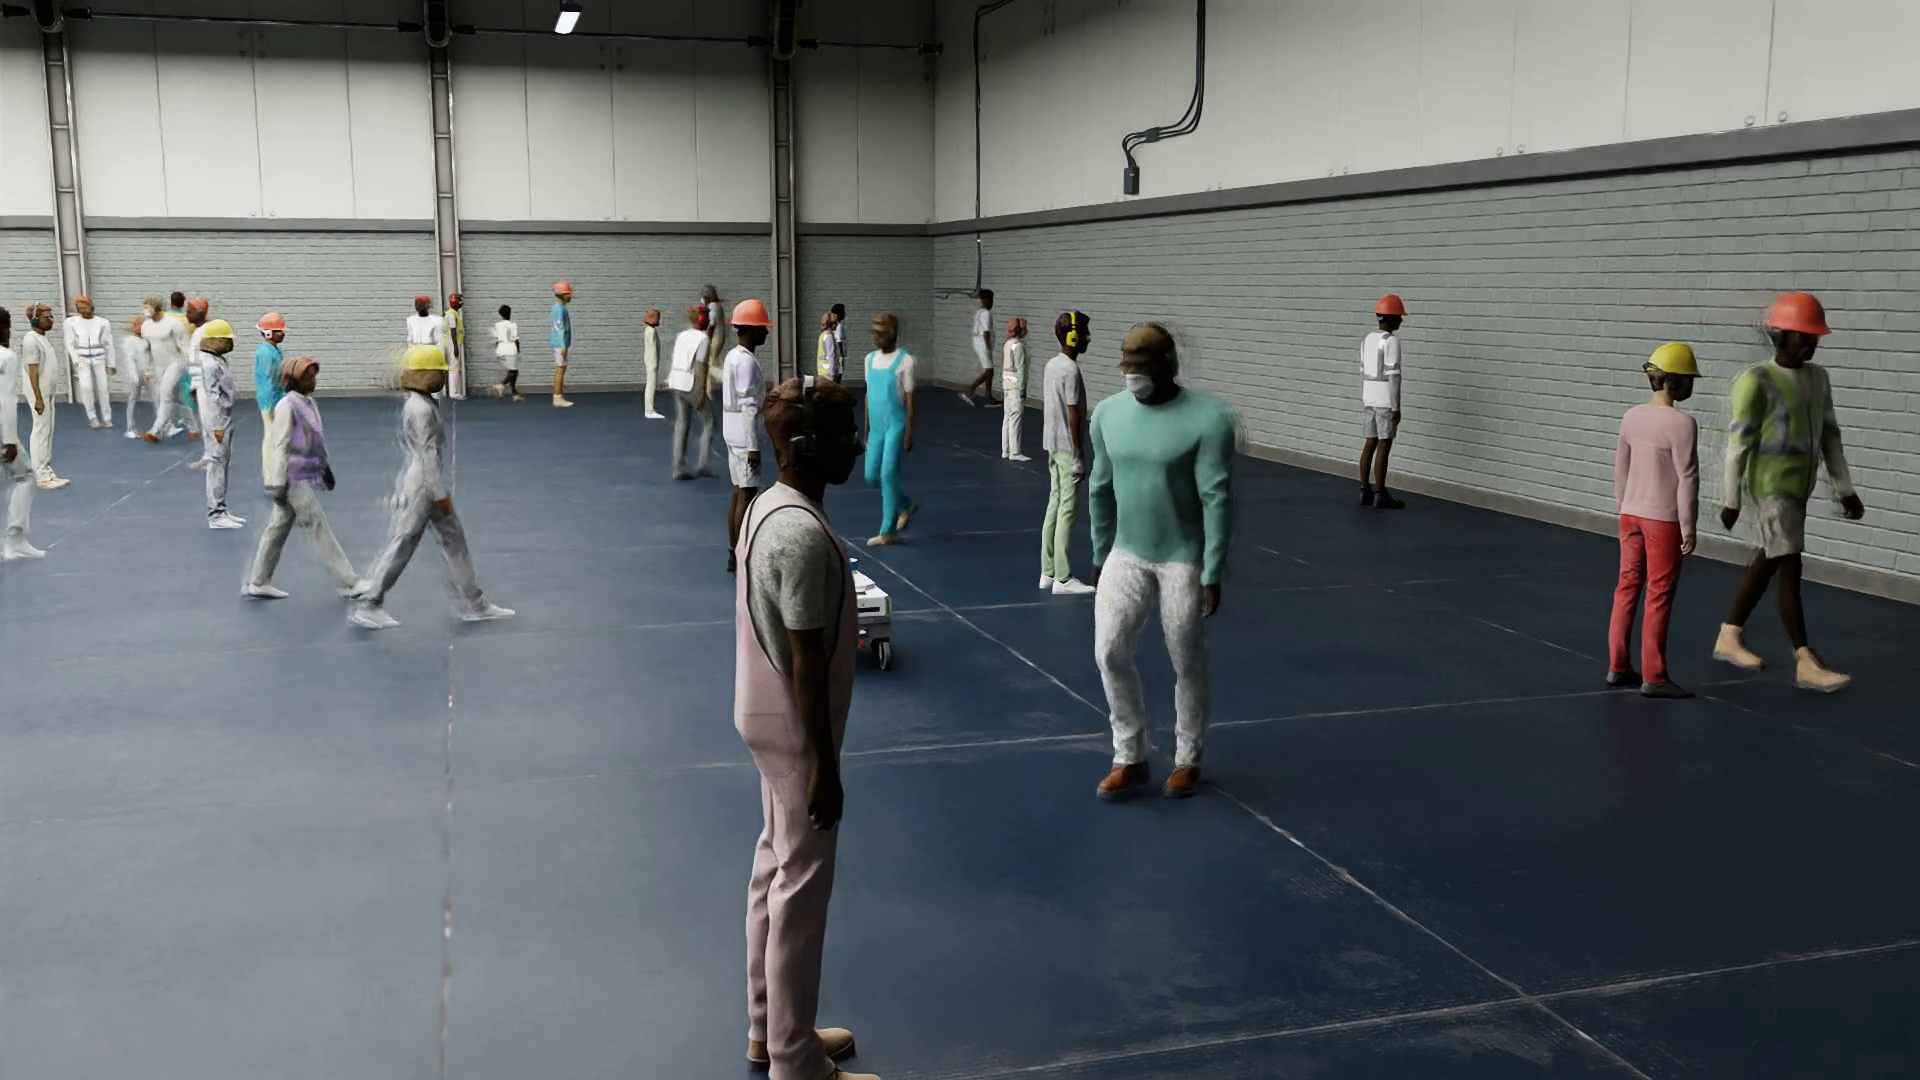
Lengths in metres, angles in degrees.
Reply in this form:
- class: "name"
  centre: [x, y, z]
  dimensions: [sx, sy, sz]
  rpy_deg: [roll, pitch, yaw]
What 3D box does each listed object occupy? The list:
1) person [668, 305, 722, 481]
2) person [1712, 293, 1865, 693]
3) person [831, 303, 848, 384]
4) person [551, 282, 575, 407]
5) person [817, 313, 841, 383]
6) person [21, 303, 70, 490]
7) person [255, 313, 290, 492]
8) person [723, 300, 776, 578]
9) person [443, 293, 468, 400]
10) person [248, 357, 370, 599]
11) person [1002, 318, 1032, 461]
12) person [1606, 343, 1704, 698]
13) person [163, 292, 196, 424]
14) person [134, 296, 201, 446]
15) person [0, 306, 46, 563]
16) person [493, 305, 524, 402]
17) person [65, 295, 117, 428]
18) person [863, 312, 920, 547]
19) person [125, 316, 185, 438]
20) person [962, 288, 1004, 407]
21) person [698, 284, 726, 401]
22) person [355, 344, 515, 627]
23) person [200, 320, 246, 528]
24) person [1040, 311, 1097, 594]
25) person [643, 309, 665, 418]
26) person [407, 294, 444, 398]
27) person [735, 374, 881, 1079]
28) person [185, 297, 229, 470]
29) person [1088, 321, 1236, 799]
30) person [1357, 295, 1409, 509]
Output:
- class: "person"
  centre: [-2.734, -1.516, 17.193]
  dimensions: [0.592, 1.811, 0.577]
  rpy_deg: [-8, 12, -43]
- class: "person"
  centre: [4.289, -0.260, 8.579]
  dimensions: [0.612, 2.003, 0.914]
  rpy_deg: [-5, 10, -28]
- class: "person"
  centre: [-1.948, -2.921, 26.534]
  dimensions: [0.317, 1.695, 0.540]
  rpy_deg: [-3, 9, -17]
- class: "person"
  centre: [-6.473, -3.176, 27.156]
  dimensions: [0.479, 2.026, 0.625]
  rpy_deg: [-3, 9, -18]
- class: "person"
  centre: [-1.723, -2.162, 21.879]
  dimensions: [0.310, 1.638, 0.523]
  rpy_deg: [-3, 9, -17]
- class: "person"
  centre: [-9.087, -1.419, 16.484]
  dimensions: [0.326, 1.843, 0.516]
  rpy_deg: [-3, 9, -17]
- class: "person"
  centre: [-6.700, -1.344, 16.294]
  dimensions: [0.342, 1.748, 0.573]
  rpy_deg: [-3, 9, -17]
- class: "person"
  centre: [-1.464, -0.705, 11.636]
  dimensions: [0.373, 1.934, 0.551]
  rpy_deg: [-3, 9, -17]
- class: "person"
  centre: [-8.698, -3.318, 28.594]
  dimensions: [0.372, 1.843, 0.570]
  rpy_deg: [-3, 9, -17]
- class: "person"
  centre: [-4.201, -0.386, 10.698]
  dimensions: [0.884, 1.573, 0.620]
  rpy_deg: [-1, 9, -6]
- class: "person"
  centre: [0.642, -1.725, 19.091]
  dimensions: [0.310, 1.638, 0.523]
  rpy_deg: [-3, 9, -17]
- class: "person"
  centre: [3.498, -0.099, 8.321]
  dimensions: [0.324, 1.765, 0.533]
  rpy_deg: [-3, 9, -17]
- class: "person"
  centre: [-11.152, -2.584, 23.735]
  dimensions: [0.607, 1.903, 0.499]
  rpy_deg: [-8, 12, -40]
- class: "person"
  centre: [-9.992, -2.132, 20.971]
  dimensions: [0.691, 1.867, 1.034]
  rpy_deg: [4, 10, 22]
- class: "person"
  centre: [-7.046, -0.760, 12.141]
  dimensions: [0.599, 1.884, 0.587]
  rpy_deg: [3, 9, 16]
- class: "person"
  centre: [-7.676, -3.140, 28.078]
  dimensions: [0.561, 1.659, 0.617]
  rpy_deg: [5, 10, 31]
- class: "person"
  centre: [-12.053, -2.465, 23.116]
  dimensions: [0.604, 1.855, 0.618]
  rpy_deg: [-5, 10, -31]
- class: "person"
  centre: [-0.528, -0.871, 13.049]
  dimensions: [0.503, 1.830, 0.564]
  rpy_deg: [8, 12, 41]
- class: "person"
  centre: [-10.589, -2.106, 21.676]
  dimensions: [0.837, 1.591, 0.509]
  rpy_deg: [4, 10, 24]
- class: "person"
  centre: [0.385, -3.117, 27.014]
  dimensions: [0.621, 1.937, 0.653]
  rpy_deg: [-1, 9, -8]
- class: "person"
  centre: [-4.167, -3.366, 28.279]
  dimensions: [0.771, 2.000, 0.694]
  rpy_deg: [1, 9, 6]
- class: "person"
  centre: [-3.205, -0.318, 9.936]
  dimensions: [0.912, 1.696, 0.501]
  rpy_deg: [-2, 9, -13]
- class: "person"
  centre: [-6.187, -0.972, 13.956]
  dimensions: [0.320, 1.742, 0.492]
  rpy_deg: [-3, 9, -17]
- class: "person"
  centre: [0.712, -0.576, 11.029]
  dimensions: [0.310, 1.868, 0.533]
  rpy_deg: [-3, 9, -17]
- class: "person"
  centre: [-4.602, -2.640, 24.946]
  dimensions: [0.266, 1.631, 0.507]
  rpy_deg: [-3, 9, -17]
- class: "person"
  centre: [-7.737, -2.632, 24.139]
  dimensions: [0.580, 1.868, 0.423]
  rpy_deg: [1, 9, 9]
- class: "person"
  centre: [-0.397, 0.507, 4.194]
  dimensions: [0.326, 1.843, 0.516]
  rpy_deg: [-3, 9, -17]
- class: "person"
  centre: [-8.240, -1.701, 18.166]
  dimensions: [0.348, 1.883, 0.591]
  rpy_deg: [-6, 11, -32]
- class: "person"
  centre: [0.777, 0.101, 6.564]
  dimensions: [0.663, 1.907, 0.632]
  rpy_deg: [5, 10, 29]
- class: "person"
  centre: [3.865, -1.253, 15.134]
  dimensions: [0.373, 1.934, 0.551]
  rpy_deg: [-3, 9, -17]
